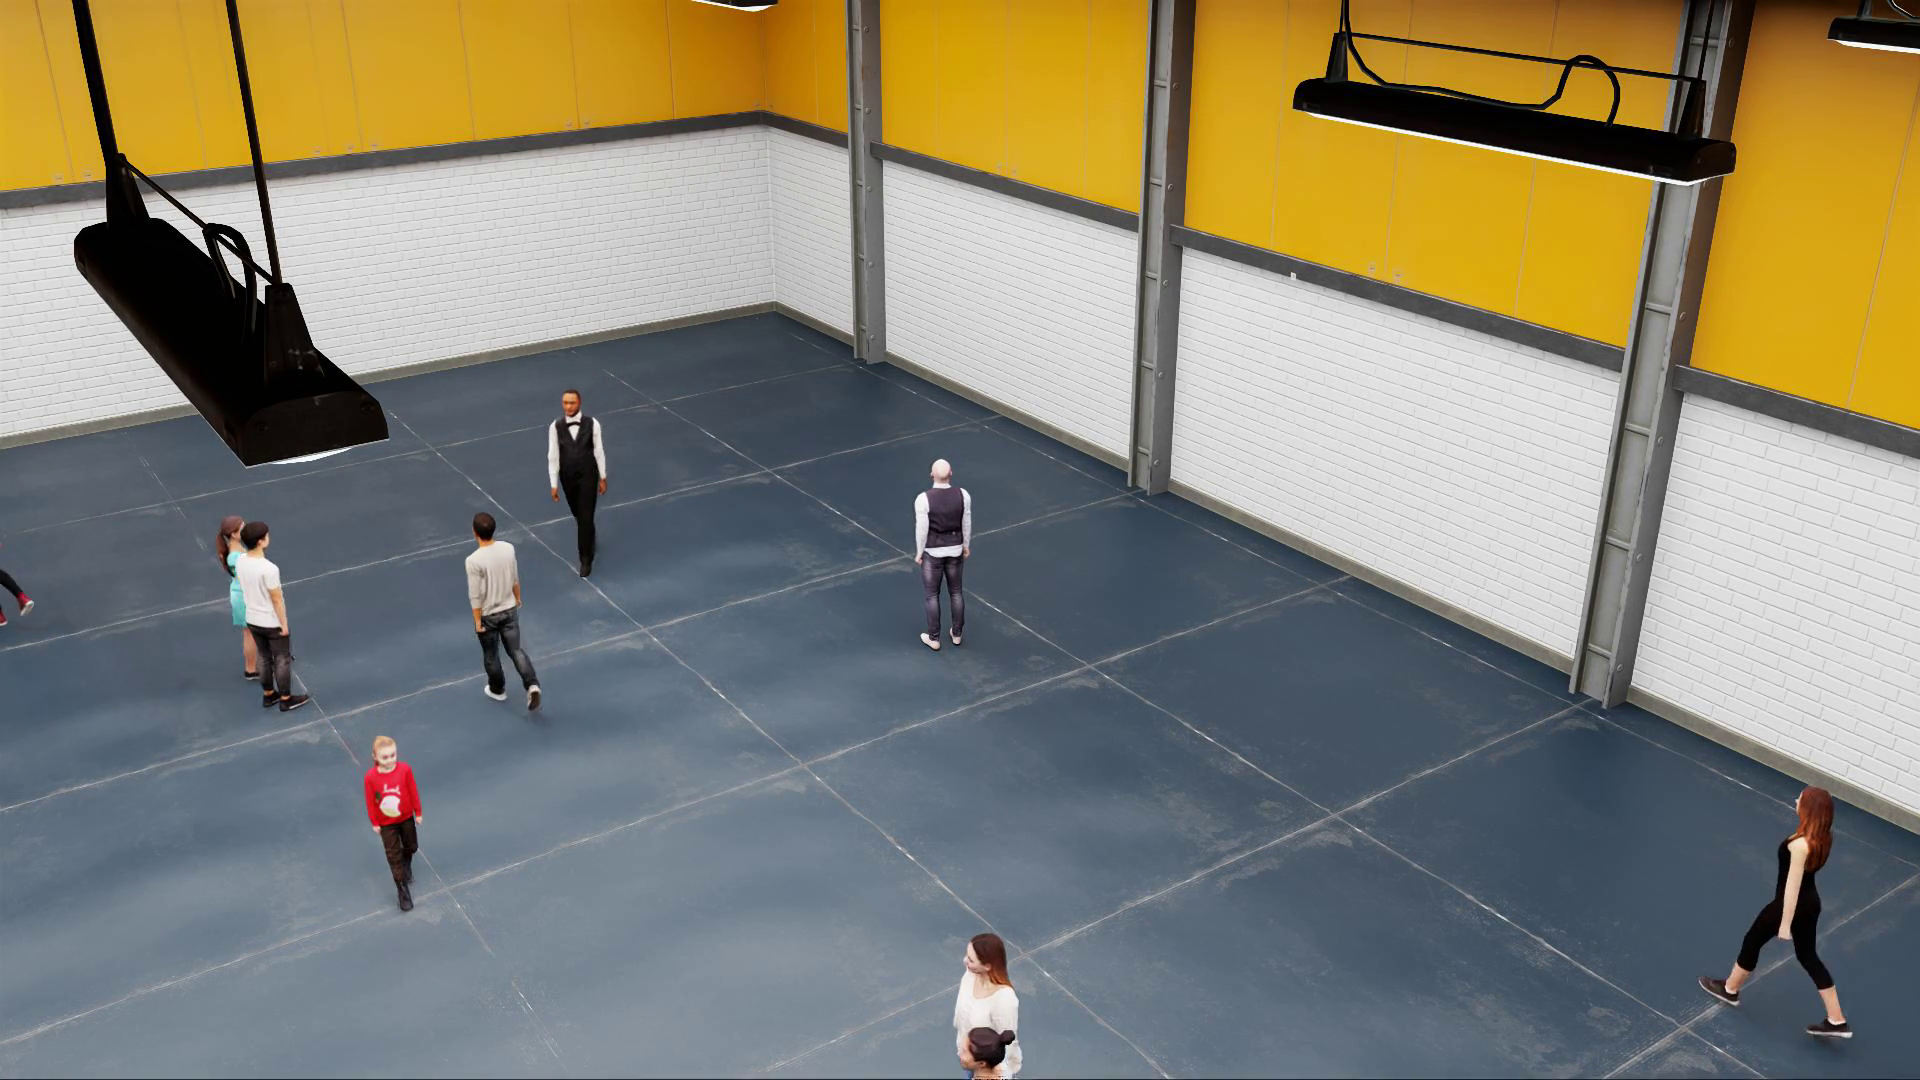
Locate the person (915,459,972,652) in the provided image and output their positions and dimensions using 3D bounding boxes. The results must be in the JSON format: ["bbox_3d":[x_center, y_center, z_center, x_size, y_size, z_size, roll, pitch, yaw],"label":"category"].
[{"bbox_3d":[-0.161,0.125,15.168,0.743,1.823,0.673,-9,25,-20],"label":"person"}]

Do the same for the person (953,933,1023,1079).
[{"bbox_3d":[0.160,2.850,9.098,0.687,1.692,0.491,-14,27,-29],"label":"person"}]

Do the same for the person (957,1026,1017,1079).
[{"bbox_3d":[0.230,3.157,8.542,1.134,1.575,0.989,8,25,18],"label":"person"}]

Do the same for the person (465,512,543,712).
[{"bbox_3d":[-3.858,0.626,14.057,1.065,1.794,0.765,21,31,39],"label":"person"}]

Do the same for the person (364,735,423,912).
[{"bbox_3d":[-3.984,1.933,11.718,0.540,1.273,0.772,-13,27,-27],"label":"person"}]

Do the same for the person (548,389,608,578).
[{"bbox_3d":[-3.845,-0.658,16.877,1.151,1.888,1.345,-1,24,-1],"label":"person"}]

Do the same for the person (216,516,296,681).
[{"bbox_3d":[-6.328,0.526,14.591,0.694,1.550,0.673,-10,25,-21],"label":"person"}]

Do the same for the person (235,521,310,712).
[{"bbox_3d":[-5.915,0.640,14.120,0.647,1.718,0.782,11,26,24],"label":"person"}]

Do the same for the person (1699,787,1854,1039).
[{"bbox_3d":[5.249,2.336,10.279,0.631,1.686,1.153,-18,29,-35],"label":"person"}]
